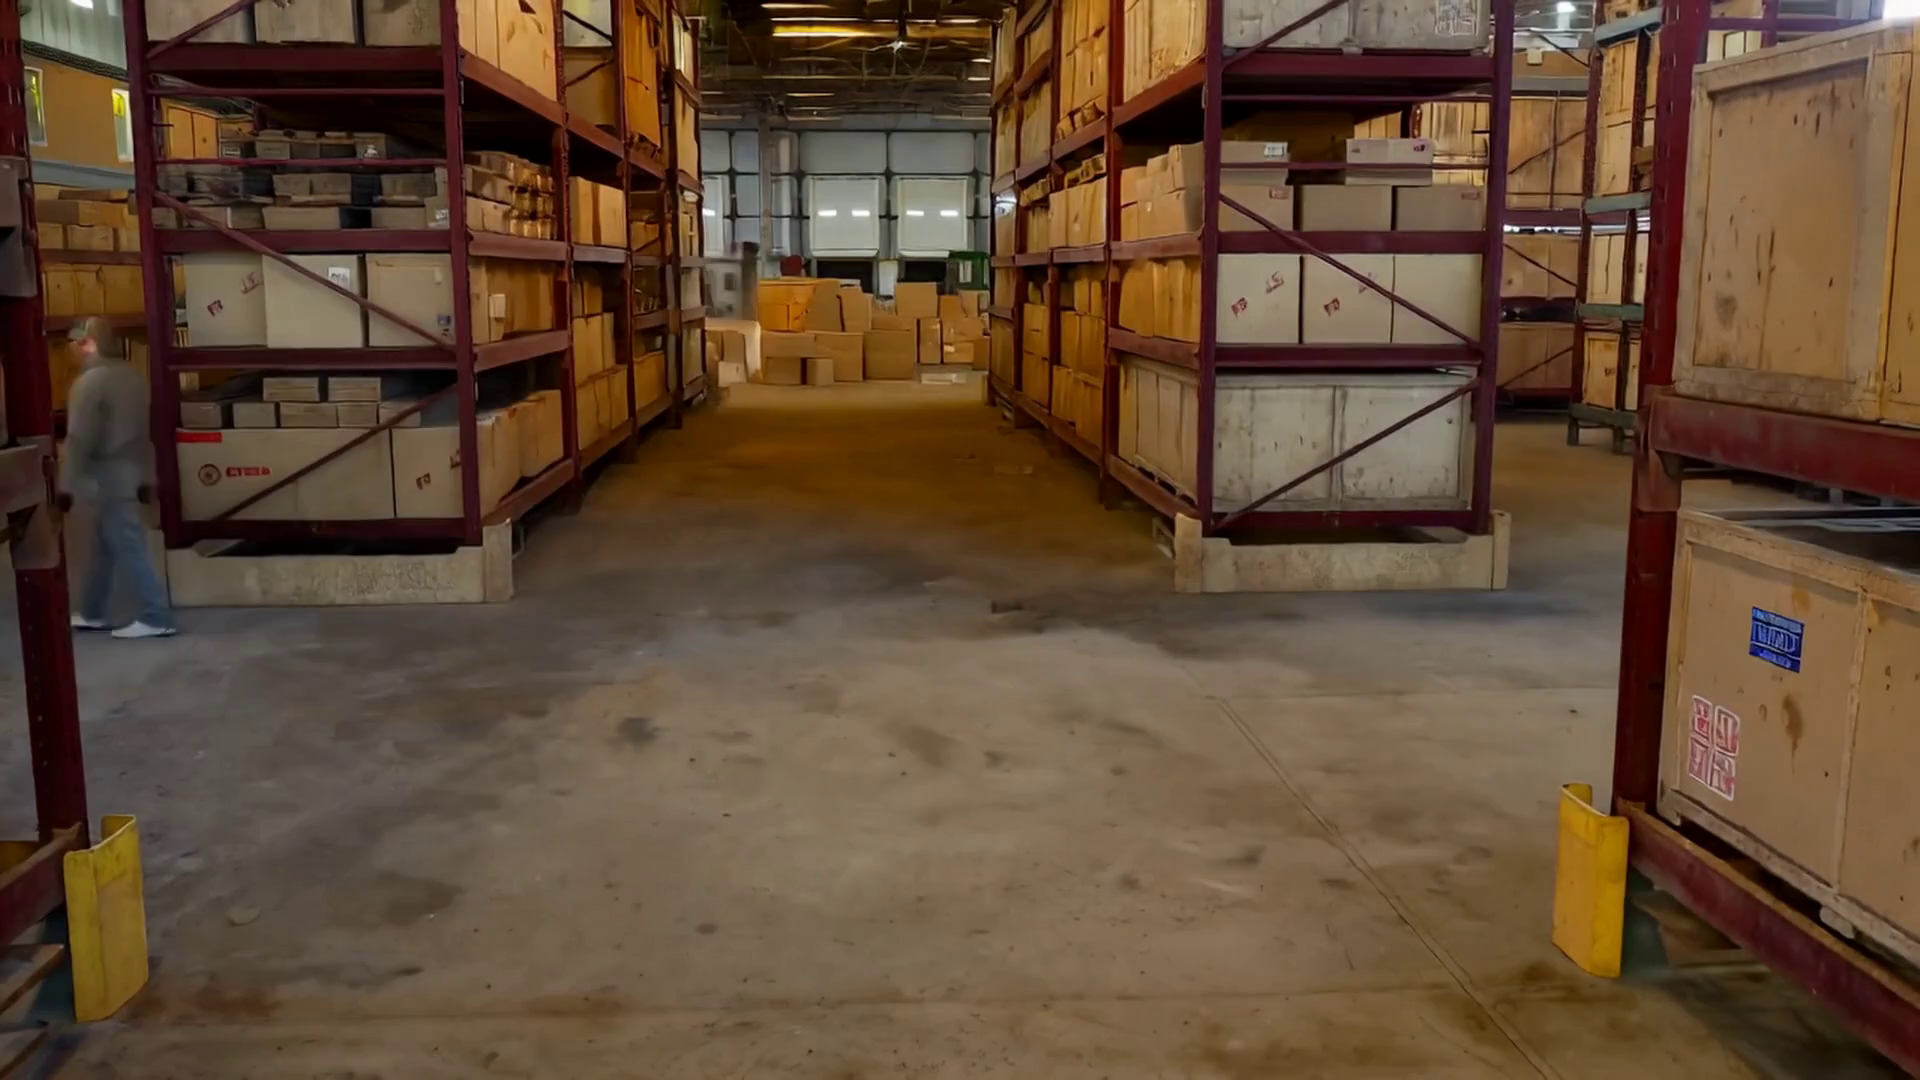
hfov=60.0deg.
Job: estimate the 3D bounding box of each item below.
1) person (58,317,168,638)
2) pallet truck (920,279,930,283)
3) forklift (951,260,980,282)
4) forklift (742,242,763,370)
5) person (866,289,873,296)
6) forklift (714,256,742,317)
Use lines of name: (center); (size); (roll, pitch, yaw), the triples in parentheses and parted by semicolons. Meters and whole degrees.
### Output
person: (-5.061, -0.346, 9.669); (0.858, 1.872, 0.655); (-1, 9, -6)
pallet truck: (-0.932, -8.922, 63.114); (1.885, 1.965, 0.823); (2, 9, 13)
forklift: (0.137, -7.455, 51.143); (1.129, 2.768, 1.873); (-2, 9, -10)
forklift: (-4.554, -5.113, 36.432); (1.873, 2.768, 1.129); (-1, 9, -5)
person: (-2.943, -7.156, 53.080); (0.840, 1.657, 0.540); (0, 9, -2)
forklift: (-8.543, -9.115, 61.562); (1.129, 2.768, 1.873); (-1, 9, -4)
